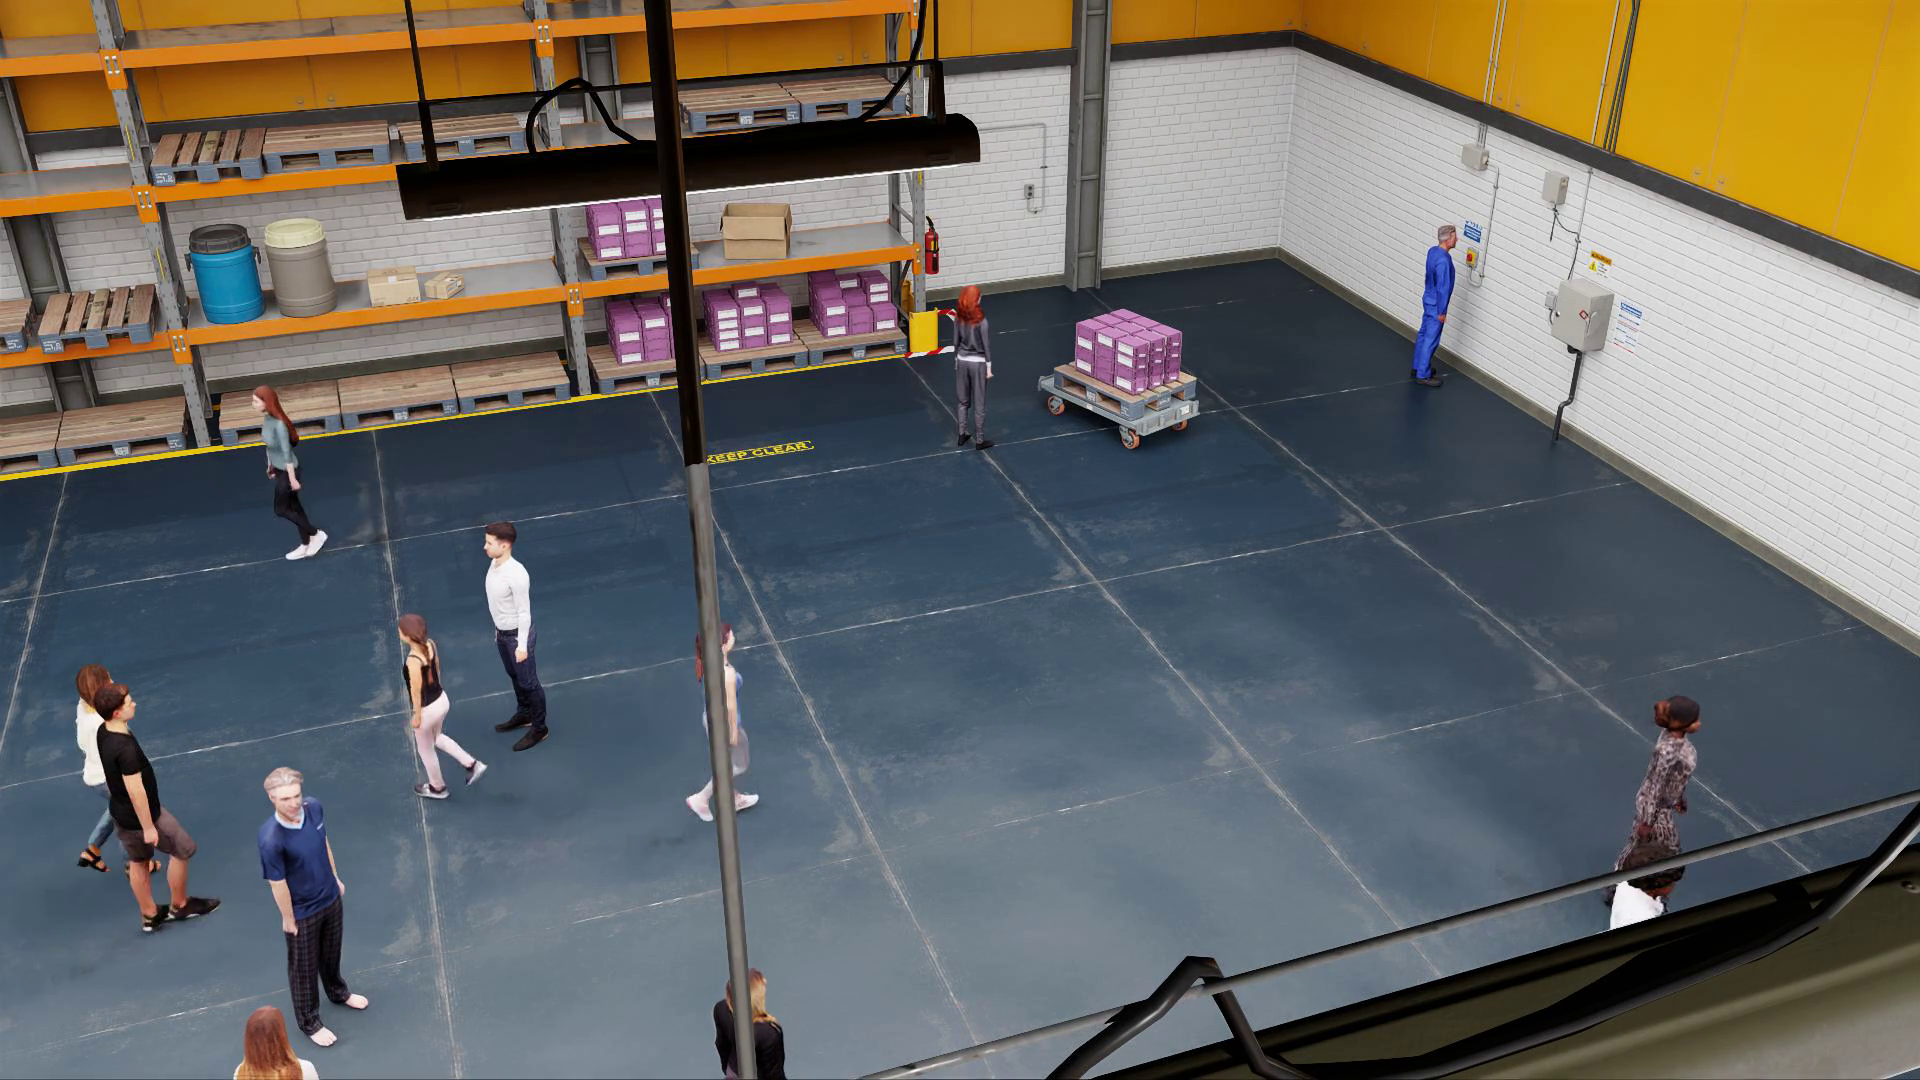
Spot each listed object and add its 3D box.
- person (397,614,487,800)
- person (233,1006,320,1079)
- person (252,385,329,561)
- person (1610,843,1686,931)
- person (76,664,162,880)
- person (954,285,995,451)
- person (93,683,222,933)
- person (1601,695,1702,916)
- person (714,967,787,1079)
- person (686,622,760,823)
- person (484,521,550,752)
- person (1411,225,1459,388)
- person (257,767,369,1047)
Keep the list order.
[{"bbox_3d":[-3.741,1.212,11.916,0.862,1.552,0.725,4,29,8],"label":"person"},{"bbox_3d":[-3.376,3.045,8.406,0.564,1.695,0.688,-2,29,-3],"label":"person"},{"bbox_3d":[-6.029,-0.621,15.085,0.682,1.734,0.648,-16,32,-27],"label":"person"},{"bbox_3d":[3.705,2.452,9.388,1.042,1.796,0.892,4,29,8],"label":"person"},{"bbox_3d":[-5.759,1.593,11.103,0.853,1.662,0.778,-18,33,-30],"label":"person"},{"bbox_3d":[0.125,-1.787,17.176,0.652,1.780,0.681,18,33,29],"label":"person"},{"bbox_3d":[-5.333,1.752,10.614,0.849,1.851,0.829,-24,37,-37],"label":"person"},{"bbox_3d":[4.446,1.724,10.828,0.886,1.695,0.840,16,32,27],"label":"person"},{"bbox_3d":[-1.086,2.898,8.701,0.689,1.670,0.710,20,34,32],"label":"person"},{"bbox_3d":[-1.721,1.307,11.694,0.866,1.596,0.677,-18,34,-30],"label":"person"},{"bbox_3d":[-3.352,0.688,12.547,0.679,1.868,0.684,-20,34,-32],"label":"person"},{"bbox_3d":[5.352,-2.664,18.734,0.708,1.827,0.793,1,29,2],"label":"person"},{"bbox_3d":[-3.883,2.137,9.887,0.778,1.870,0.737,11,30,19],"label":"person"}]
